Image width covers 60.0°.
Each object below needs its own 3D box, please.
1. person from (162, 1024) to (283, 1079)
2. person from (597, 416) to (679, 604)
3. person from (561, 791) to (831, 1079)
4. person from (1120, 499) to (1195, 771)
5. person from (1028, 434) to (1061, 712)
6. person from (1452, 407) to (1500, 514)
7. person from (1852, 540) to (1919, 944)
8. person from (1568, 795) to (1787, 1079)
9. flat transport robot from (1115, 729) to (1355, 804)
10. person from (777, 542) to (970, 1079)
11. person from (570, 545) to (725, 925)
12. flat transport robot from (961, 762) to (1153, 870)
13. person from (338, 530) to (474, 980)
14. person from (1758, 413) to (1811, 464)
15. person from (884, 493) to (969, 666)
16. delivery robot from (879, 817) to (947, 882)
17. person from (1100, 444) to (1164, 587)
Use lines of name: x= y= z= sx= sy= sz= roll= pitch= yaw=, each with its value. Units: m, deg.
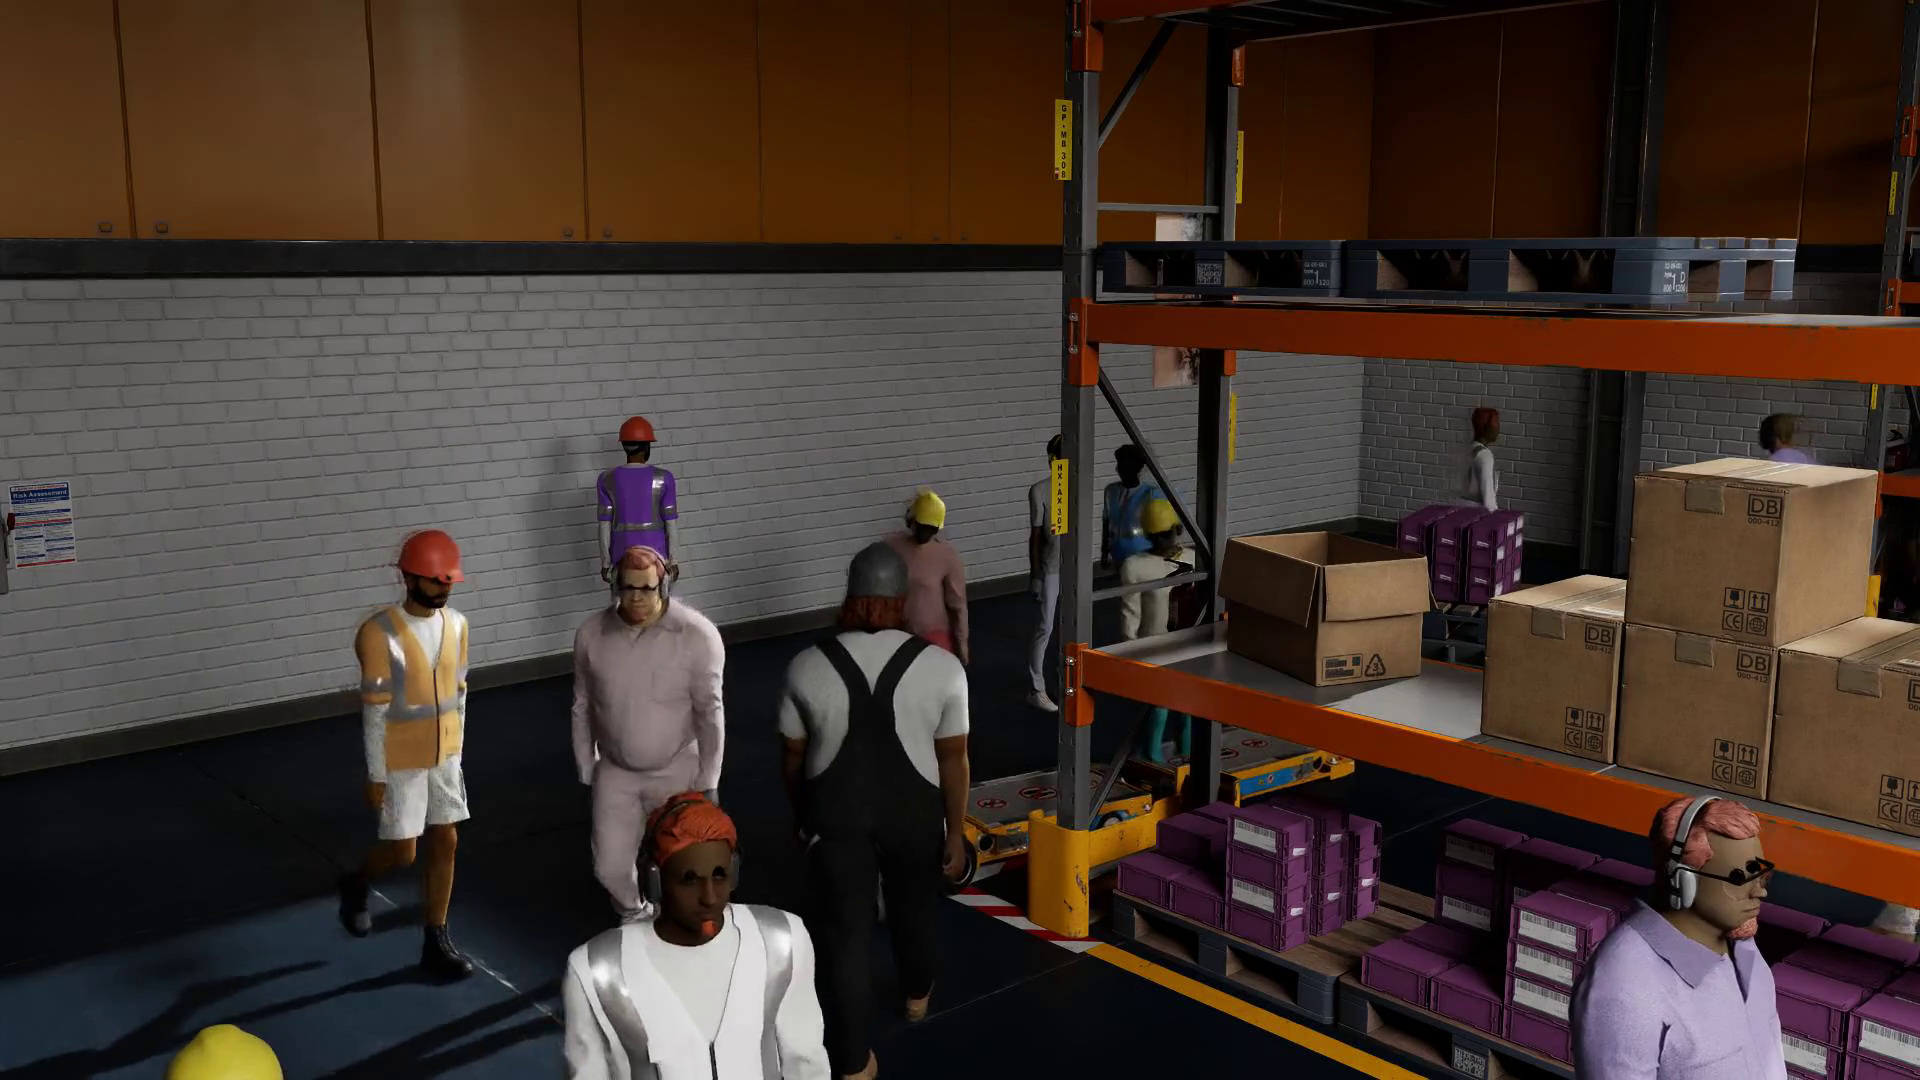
person: x=-1.204 y=1.681 z=2.845 sx=0.533 sy=1.767 sz=0.327 roll=-8 pitch=13 yaw=-39
person: x=-2.223 y=0.110 z=11.541 sx=0.552 sy=1.933 sz=0.368 roll=-1 pitch=10 yaw=-4
person: x=-0.568 y=1.478 z=3.753 sx=0.587 sy=1.867 sz=0.523 roll=-5 pitch=11 yaw=-28
person: x=1.141 y=0.613 z=9.219 sx=0.532 sy=1.724 sz=0.380 roll=-3 pitch=10 yaw=-16
person: x=0.663 y=0.216 z=11.149 sx=0.508 sy=1.860 sz=0.316 roll=-8 pitch=13 yaw=-40
person: x=4.038 y=-0.149 z=13.336 sx=0.922 sy=1.854 sz=0.578 roll=1 pitch=10 yaw=4
person: x=4.112 y=0.905 z=7.221 sx=0.438 sy=1.830 sz=0.627 roll=4 pitch=11 yaw=25
person: x=1.570 y=1.477 z=3.625 sx=0.409 sy=1.907 sz=0.648 roll=9 pitch=13 yaw=44
flat transport robot: x=1.533 y=1.290 z=9.498 sx=1.431 sy=0.197 sz=0.652 roll=-7 pitch=12 yaw=-36
person: x=-0.312 y=0.961 z=6.254 sx=0.706 sy=2.000 sz=1.000 roll=0 pitch=10 yaw=3
person: x=-1.274 y=0.948 z=6.789 sx=0.661 sy=1.885 sz=0.477 roll=1 pitch=10 yaw=4
flat transport robot: x=0.349 y=1.429 z=8.689 sx=1.431 sy=0.197 sz=0.652 roll=-6 pitch=11 yaw=-32
person: x=-2.344 y=0.889 z=7.061 sx=0.649 sy=1.911 sz=0.565 roll=7 pitch=12 yaw=36
person: x=6.025 y=0.009 z=12.285 sx=0.654 sy=1.892 sz=1.015 roll=-7 pitch=12 yaw=-35
person: x=-0.204 y=0.540 z=9.739 sx=0.575 sy=1.693 sz=0.795 roll=4 pitch=10 yaw=21
delivery robot: x=-0.338 y=1.385 z=7.843 sx=0.477 sy=0.478 sz=0.707 roll=9 pitch=13 yaw=42
person: x=1.338 y=0.098 z=12.406 sx=0.755 sy=1.669 sz=0.552 roll=-9 pitch=13 yaw=-43
